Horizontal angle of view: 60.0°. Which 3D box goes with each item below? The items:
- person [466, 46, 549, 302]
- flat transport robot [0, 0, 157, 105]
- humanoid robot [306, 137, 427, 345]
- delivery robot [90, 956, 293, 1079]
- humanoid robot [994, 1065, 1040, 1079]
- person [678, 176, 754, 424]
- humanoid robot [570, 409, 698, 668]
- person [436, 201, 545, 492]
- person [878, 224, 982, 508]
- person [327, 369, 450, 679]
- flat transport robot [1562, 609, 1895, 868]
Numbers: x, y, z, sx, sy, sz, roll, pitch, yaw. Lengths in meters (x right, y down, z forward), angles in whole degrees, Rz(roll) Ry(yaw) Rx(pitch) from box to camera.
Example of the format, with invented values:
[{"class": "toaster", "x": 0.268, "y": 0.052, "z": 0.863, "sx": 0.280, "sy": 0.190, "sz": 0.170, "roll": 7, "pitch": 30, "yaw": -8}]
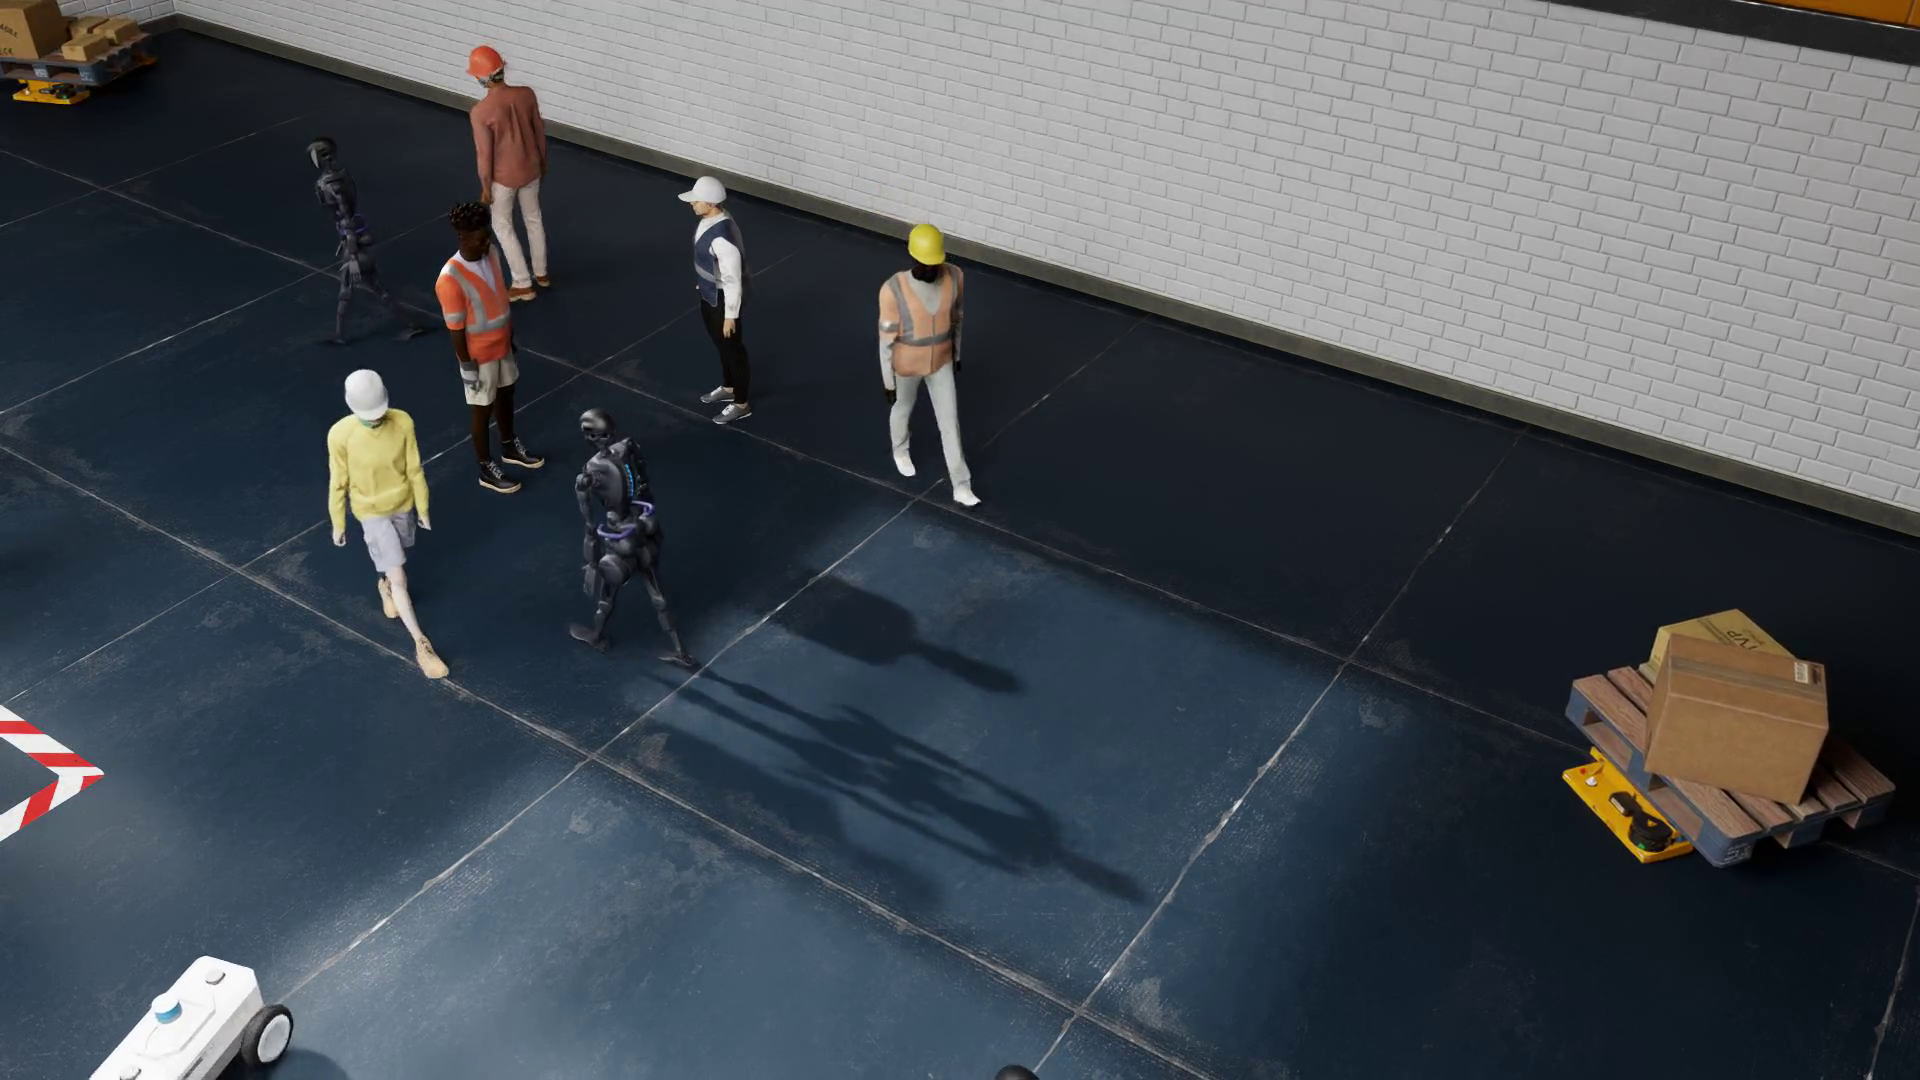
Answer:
[{"class": "person", "x": -3.425, "y": -2.831, "z": 12.820, "sx": 0.451, "sy": 1.980, "sz": 0.708, "roll": 26, "pitch": 43, "yaw": 32}, {"class": "flat transport robot", "x": -9.029, "y": -4.834, "z": 17.171, "sx": 0.659, "sy": 0.231, "sz": 1.431, "roll": 7, "pitch": 36, "yaw": 10}, {"class": "humanoid robot", "x": -4.448, "y": -2.152, "z": 12.159, "sx": 0.811, "sy": 1.628, "sz": 0.609, "roll": -16, "pitch": 38, "yaw": -22}, {"class": "delivery robot", "x": -3.244, "y": 2.125, "z": 6.984, "sx": 0.499, "sy": 0.602, "sz": 0.795, "roll": 11, "pitch": 36, "yaw": 15}, {"class": "humanoid robot", "x": 0.132, "y": 2.338, "z": 5.690, "sx": 0.387, "sy": 1.644, "sz": 0.608, "roll": 27, "pitch": 43, "yaw": 33}, {"class": "person", "x": -1.625, "y": -1.642, "z": 11.310, "sx": 0.429, "sy": 1.757, "sz": 0.768, "roll": -12, "pitch": 37, "yaw": -17}, {"class": "humanoid robot", "x": -1.857, "y": -0.013, "z": 9.087, "sx": 0.777, "sy": 1.621, "sz": 0.613, "roll": 16, "pitch": 38, "yaw": 22}, {"class": "person", "x": -3.001, "y": -1.234, "z": 10.559, "sx": 0.373, "sy": 1.958, "sz": 0.607, "roll": 10, "pitch": 36, "yaw": 14}, {"class": "person", "x": -0.209, "y": -1.099, "z": 10.434, "sx": 0.617, "sy": 1.871, "sz": 0.991, "roll": -15, "pitch": 38, "yaw": -21}, {"class": "person", "x": -3.209, "y": -0.186, "z": 9.186, "sx": 0.548, "sy": 1.817, "sz": 0.993, "roll": -26, "pitch": 43, "yaw": -32}, {"class": "flat transport robot", "x": 3.902, "y": 1.217, "z": 8.524, "sx": 1.431, "sy": 0.231, "sz": 0.659, "roll": -11, "pitch": 37, "yaw": -16}]
